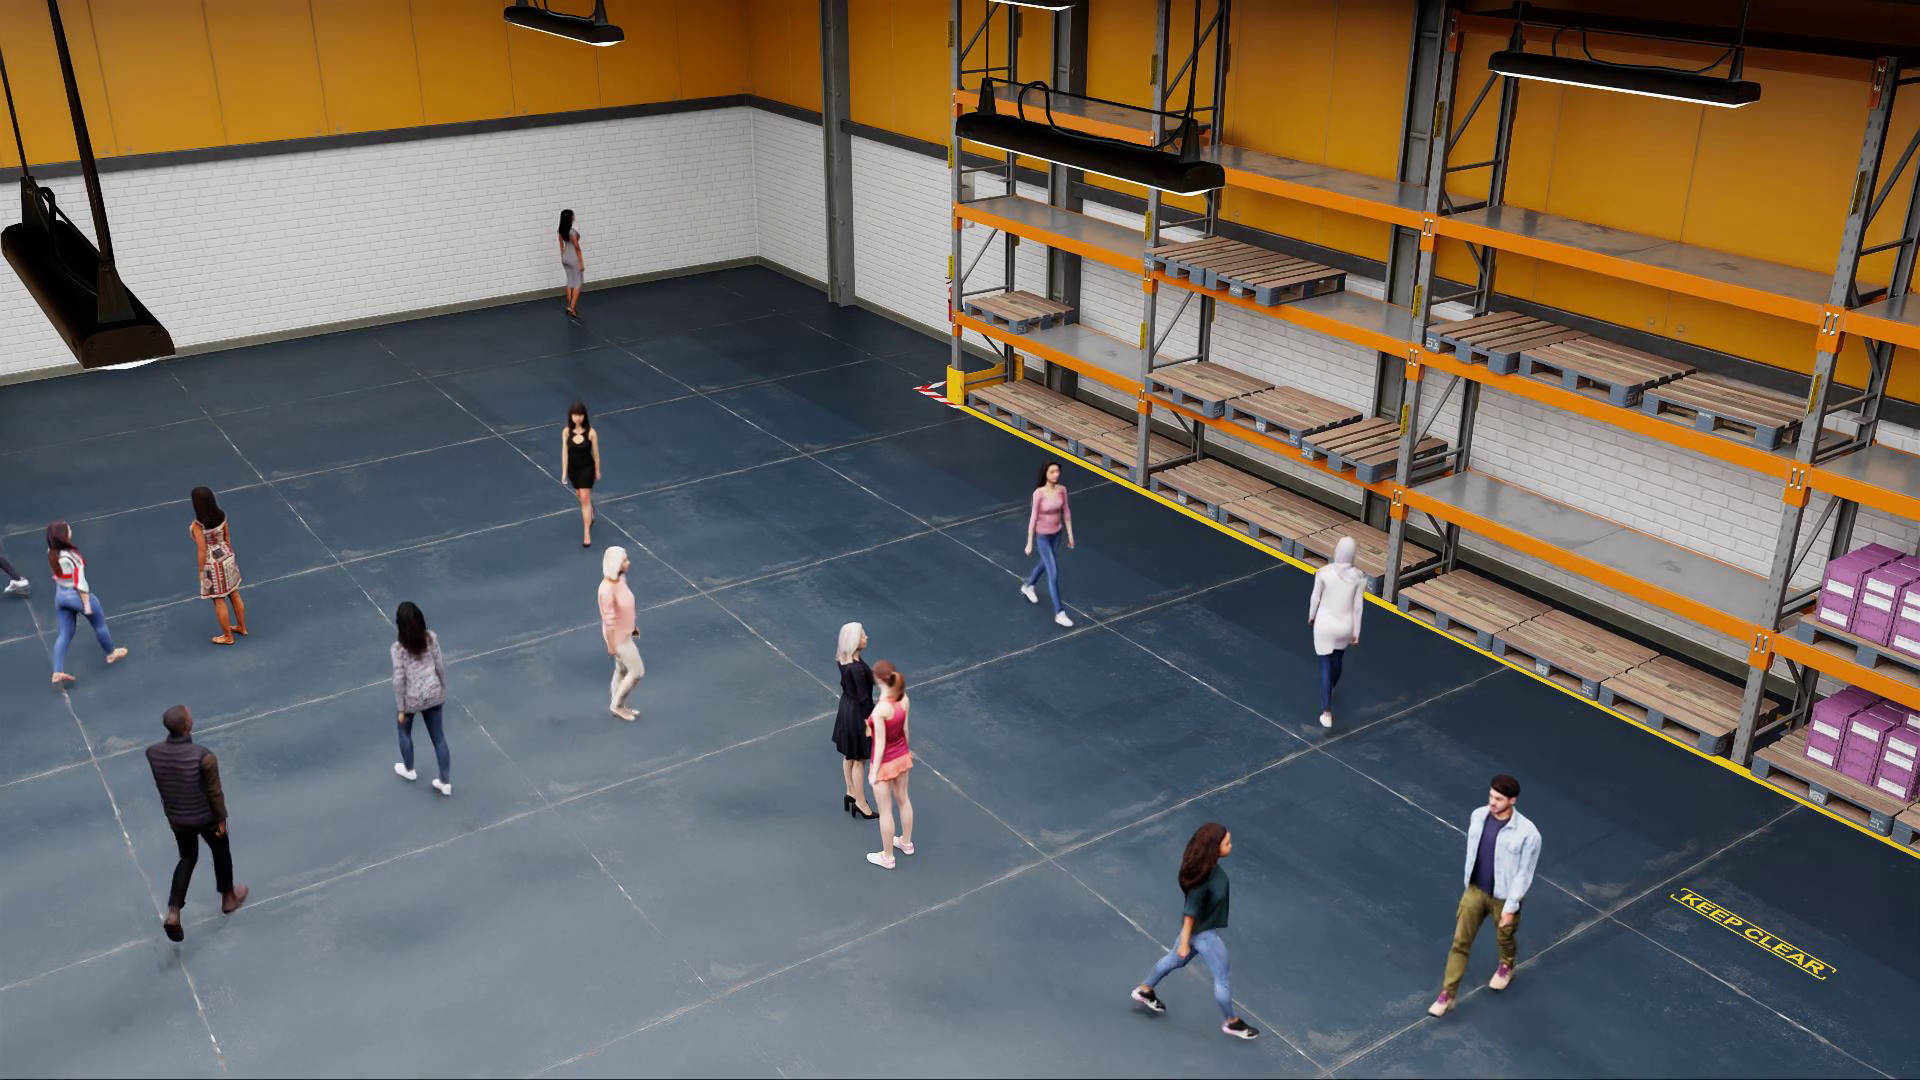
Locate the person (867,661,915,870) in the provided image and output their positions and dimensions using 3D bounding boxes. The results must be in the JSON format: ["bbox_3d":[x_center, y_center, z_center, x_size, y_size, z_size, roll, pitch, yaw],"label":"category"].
[{"bbox_3d":[-0.543,1.723,12.905,0.616,1.748,0.624,18,29,35],"label":"person"}]

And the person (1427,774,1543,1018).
[{"bbox_3d":[3.703,2.393,11.351,1.134,1.766,0.874,22,32,40],"label":"person"}]

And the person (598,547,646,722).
[{"bbox_3d":[-3.146,0.848,14.953,0.776,1.712,0.695,-1,24,-1],"label":"person"}]

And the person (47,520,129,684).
[{"bbox_3d":[-8.423,0.606,15.675,1.083,1.576,1.052,8,25,17],"label":"person"}]

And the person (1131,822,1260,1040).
[{"bbox_3d":[1.528,2.594,11.139,1.180,1.567,1.020,8,25,18],"label":"person"}]

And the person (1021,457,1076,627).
[{"bbox_3d":[0.859,-0.040,16.997,0.620,1.701,1.120,-15,28,-31],"label":"person"}]

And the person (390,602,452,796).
[{"bbox_3d":[-4.438,1.349,13.810,0.750,1.708,0.943,-22,32,-40],"label":"person"}]

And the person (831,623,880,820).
[{"bbox_3d":[-0.835,1.456,13.517,0.694,1.747,0.555,-10,26,-23],"label":"person"}]

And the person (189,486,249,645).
[{"bbox_3d":[-7.349,0.236,16.436,0.742,1.645,0.721,7,25,16],"label":"person"}]

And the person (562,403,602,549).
[{"bbox_3d":[-4.271,-0.784,18.806,0.957,1.614,1.098,1,24,2],"label":"person"}]

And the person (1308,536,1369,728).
[{"bbox_3d":[3.349,0.848,14.922,1.070,1.735,1.185,2,24,5],"label":"person"}]

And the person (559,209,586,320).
[{"bbox_3d":[-6.335,-4.508,27.122,0.647,1.779,0.742,14,27,30],"label":"person"}]

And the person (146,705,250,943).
[{"bbox_3d":[-5.606,2.056,12.062,1.095,1.814,1.189,3,24,6],"label":"person"}]
